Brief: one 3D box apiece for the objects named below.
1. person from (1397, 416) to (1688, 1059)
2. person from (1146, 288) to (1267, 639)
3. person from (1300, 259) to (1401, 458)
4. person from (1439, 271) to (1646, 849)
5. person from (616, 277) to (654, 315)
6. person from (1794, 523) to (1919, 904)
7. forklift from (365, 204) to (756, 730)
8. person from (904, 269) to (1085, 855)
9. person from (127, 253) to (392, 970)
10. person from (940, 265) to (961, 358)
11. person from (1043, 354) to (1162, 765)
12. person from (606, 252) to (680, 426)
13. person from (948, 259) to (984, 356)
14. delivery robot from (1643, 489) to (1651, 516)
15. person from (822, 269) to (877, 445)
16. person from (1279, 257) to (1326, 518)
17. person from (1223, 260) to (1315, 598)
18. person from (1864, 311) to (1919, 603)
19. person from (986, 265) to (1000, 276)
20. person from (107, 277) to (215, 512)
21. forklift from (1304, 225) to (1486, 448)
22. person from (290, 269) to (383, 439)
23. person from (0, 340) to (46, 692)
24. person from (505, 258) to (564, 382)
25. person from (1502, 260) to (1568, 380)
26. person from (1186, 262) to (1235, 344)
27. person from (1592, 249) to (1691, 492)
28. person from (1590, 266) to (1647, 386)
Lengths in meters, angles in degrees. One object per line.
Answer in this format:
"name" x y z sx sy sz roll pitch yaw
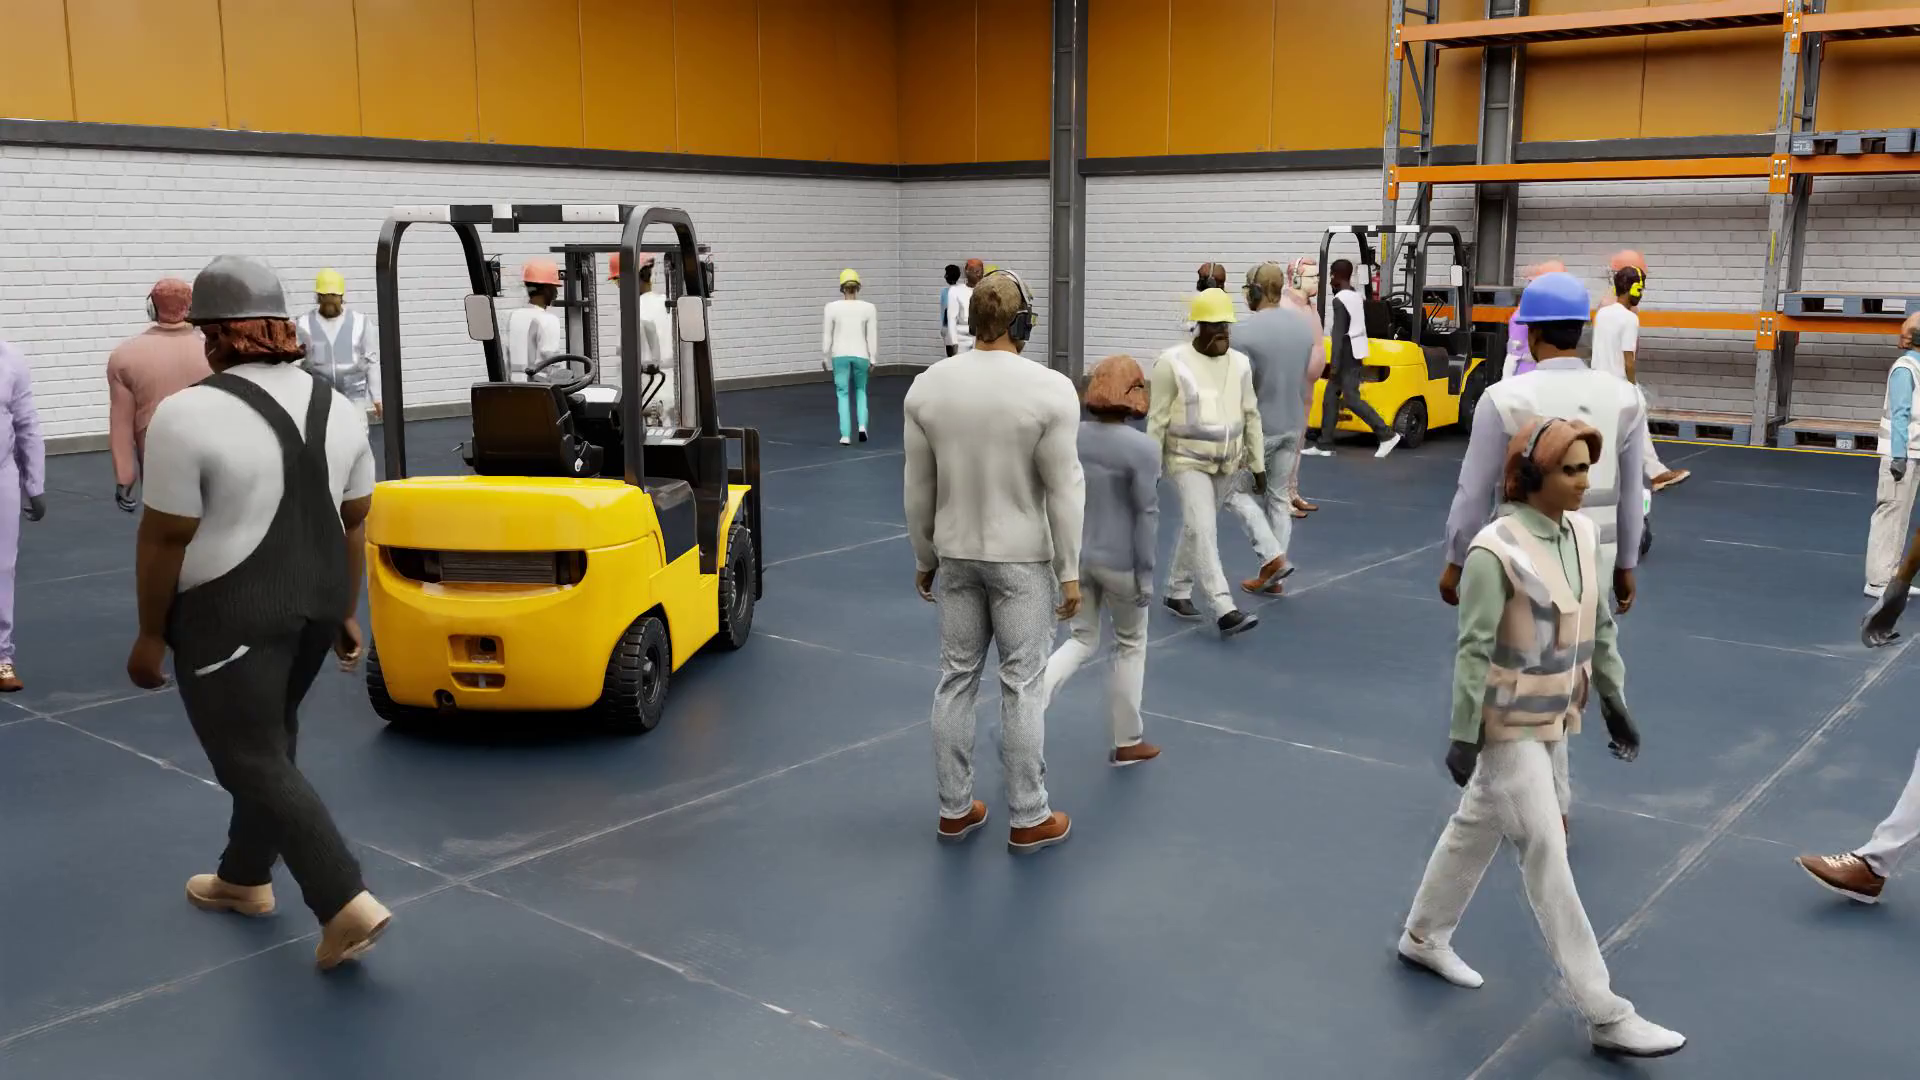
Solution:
"person" 1.505 0.477 4.275 0.531 1.586 0.873 -9 14 -42
"person" 1.323 -0.399 8.602 0.623 1.781 0.912 -6 12 -29
"person" 3.697 -1.691 15.584 0.896 1.870 0.609 5 11 24
"person" 1.959 0.048 5.747 0.633 1.918 0.777 -3 11 -14
"person" -3.123 -1.796 16.412 0.525 1.769 0.316 2 10 13
"person" 3.080 0.224 5.080 0.995 1.818 0.519 0 10 -1
"forklift" -1.766 -0.406 7.525 1.214 2.155 2.313 1 10 7
"person" 0.117 0.078 5.548 0.635 1.937 0.355 5 11 26
"person" -1.966 0.175 4.729 0.950 2.000 0.677 4 11 22
"person" -0.101 -2.965 23.079 0.315 1.696 0.541 6 12 29
"person" 0.486 0.106 6.337 0.641 1.615 0.500 -10 14 -43
"person" -2.013 -0.897 10.745 0.611 2.009 0.659 4 11 22
"person" 0.118 -2.190 18.425 0.576 1.838 0.970 -3 11 -17
"delivery robot" 4.113 -0.232 10.840 0.707 0.478 0.477 4 11 20
"person" -1.101 -1.817 16.583 0.531 1.753 0.410 -3 11 -15
"person" 2.506 -1.130 12.331 0.400 1.910 0.643 5 12 28
"person" 1.729 -0.604 9.389 0.628 1.925 0.465 -6 12 -31
"person" 5.369 -0.473 9.437 0.310 1.636 0.523 9 14 40
"person" 0.403 -2.754 21.906 0.493 1.703 0.877 0 10 -1
"person" -3.833 -0.366 8.256 0.659 1.863 0.997 -4 11 -21
"forklift" 4.449 -2.115 16.993 1.214 2.155 2.313 8 13 38
"person" -4.591 -1.060 12.239 0.654 1.820 0.592 -3 11 -18
"person" -4.441 -0.242 7.445 0.419 1.892 0.672 10 14 43
"person" -2.923 -0.947 11.295 0.599 1.916 0.553 -10 14 -43
"person" 4.337 -1.220 12.918 0.578 1.892 0.920 -9 14 -41
"person" 2.168 -1.468 14.384 0.430 1.845 0.624 2 10 12
"person" 5.364 -1.339 13.354 1.015 1.944 0.655 9 14 41
"person" 4.736 -1.043 12.028 0.419 1.837 0.583 -1 10 -5
